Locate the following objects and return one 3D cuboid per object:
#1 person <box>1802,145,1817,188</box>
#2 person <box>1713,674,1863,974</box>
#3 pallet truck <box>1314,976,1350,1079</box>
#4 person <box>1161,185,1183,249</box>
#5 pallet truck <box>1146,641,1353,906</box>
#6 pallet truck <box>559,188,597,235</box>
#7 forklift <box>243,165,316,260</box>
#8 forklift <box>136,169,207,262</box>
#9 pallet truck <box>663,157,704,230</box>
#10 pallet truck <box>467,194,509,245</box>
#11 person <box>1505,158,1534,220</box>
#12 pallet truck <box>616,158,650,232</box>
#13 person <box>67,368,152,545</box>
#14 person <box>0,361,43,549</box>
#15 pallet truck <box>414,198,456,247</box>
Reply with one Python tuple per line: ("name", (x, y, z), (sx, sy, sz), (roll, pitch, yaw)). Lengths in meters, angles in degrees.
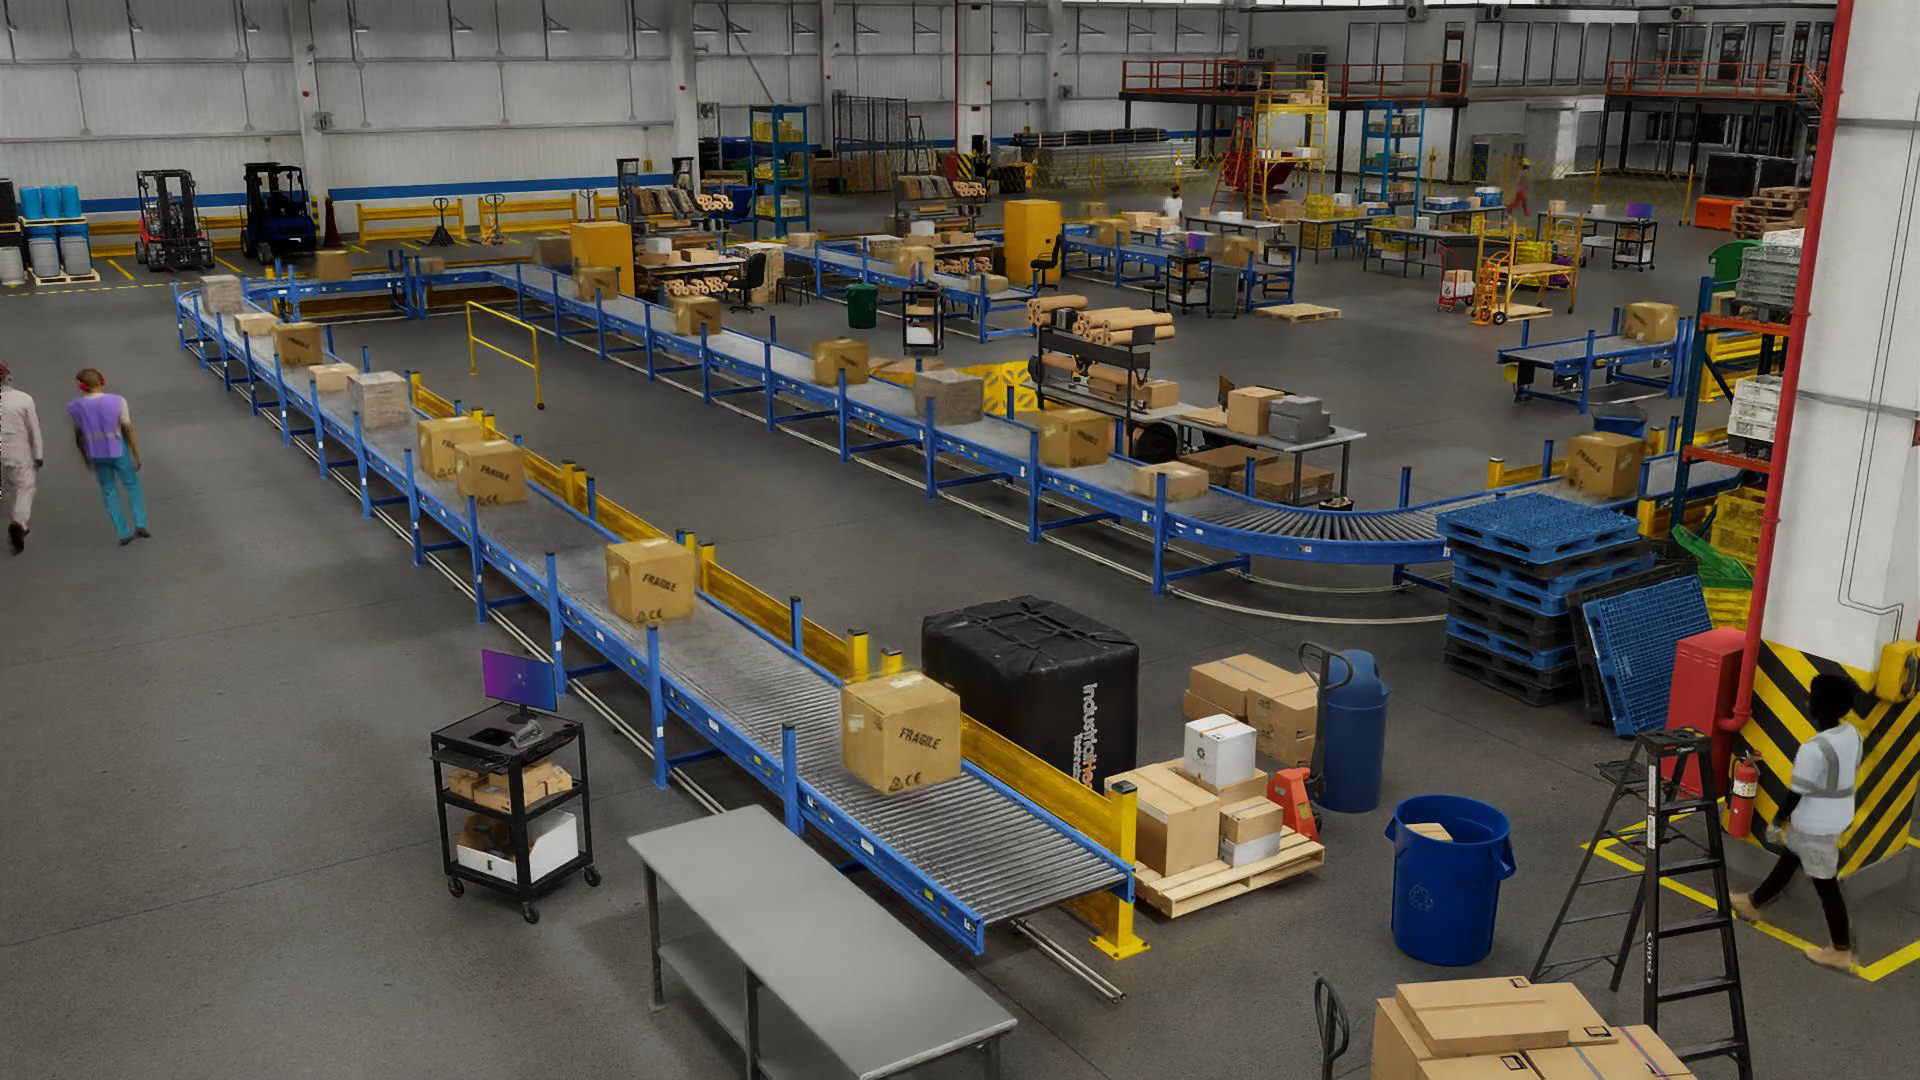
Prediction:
("person", (26.078, -11.186, 51.131), (0.930, 1.891, 0.596), (6, 18, 19))
("person", (4.668, 1.522, 9.230), (0.556, 1.646, 0.856), (-14, 22, -40))
("pallet truck", (2.299, 2.390, 7.086), (1.601, 1.201, 0.680), (-2, 17, -7))
("person", (4.833, -7.228, 38.115), (0.533, 1.822, 1.015), (-11, 20, -32))
("pallet truck", (1.664, 1.407, 10.232), (1.630, 1.274, 0.653), (-10, 20, -31))
("pallet truck", (-10.010, -8.652, 43.699), (0.653, 1.274, 1.630), (-10, 20, -31))
("forklift", (-15.898, -7.669, 38.708), (1.157, 1.987, 2.680), (-11, 20, -33))
("forklift", (-17.842, -7.318, 37.559), (1.157, 1.987, 2.680), (-10, 20, -31))
("pallet truck", (-7.586, -9.308, 44.692), (0.823, 1.965, 1.885), (-11, 20, -33))
("pallet truck", (-11.983, -8.177, 42.137), (0.704, 1.261, 1.522), (-11, 20, -33))
("person", (16.113, -10.079, 47.744), (0.909, 1.726, 0.523), (13, 21, 36))
("pallet truck", (-8.918, -9.176, 44.255), (0.823, 1.965, 1.885), (-9, 19, -27))
("person", (-8.628, -0.837, 16.840), (0.609, 1.805, 0.460), (-4, 17, -14))
("person", (-9.614, -0.858, 16.790), (0.644, 1.879, 0.814), (-4, 17, -12))
("pallet truck", (-13.250, -8.060, 41.856), (0.680, 1.201, 1.601), (-10, 20, -31))
